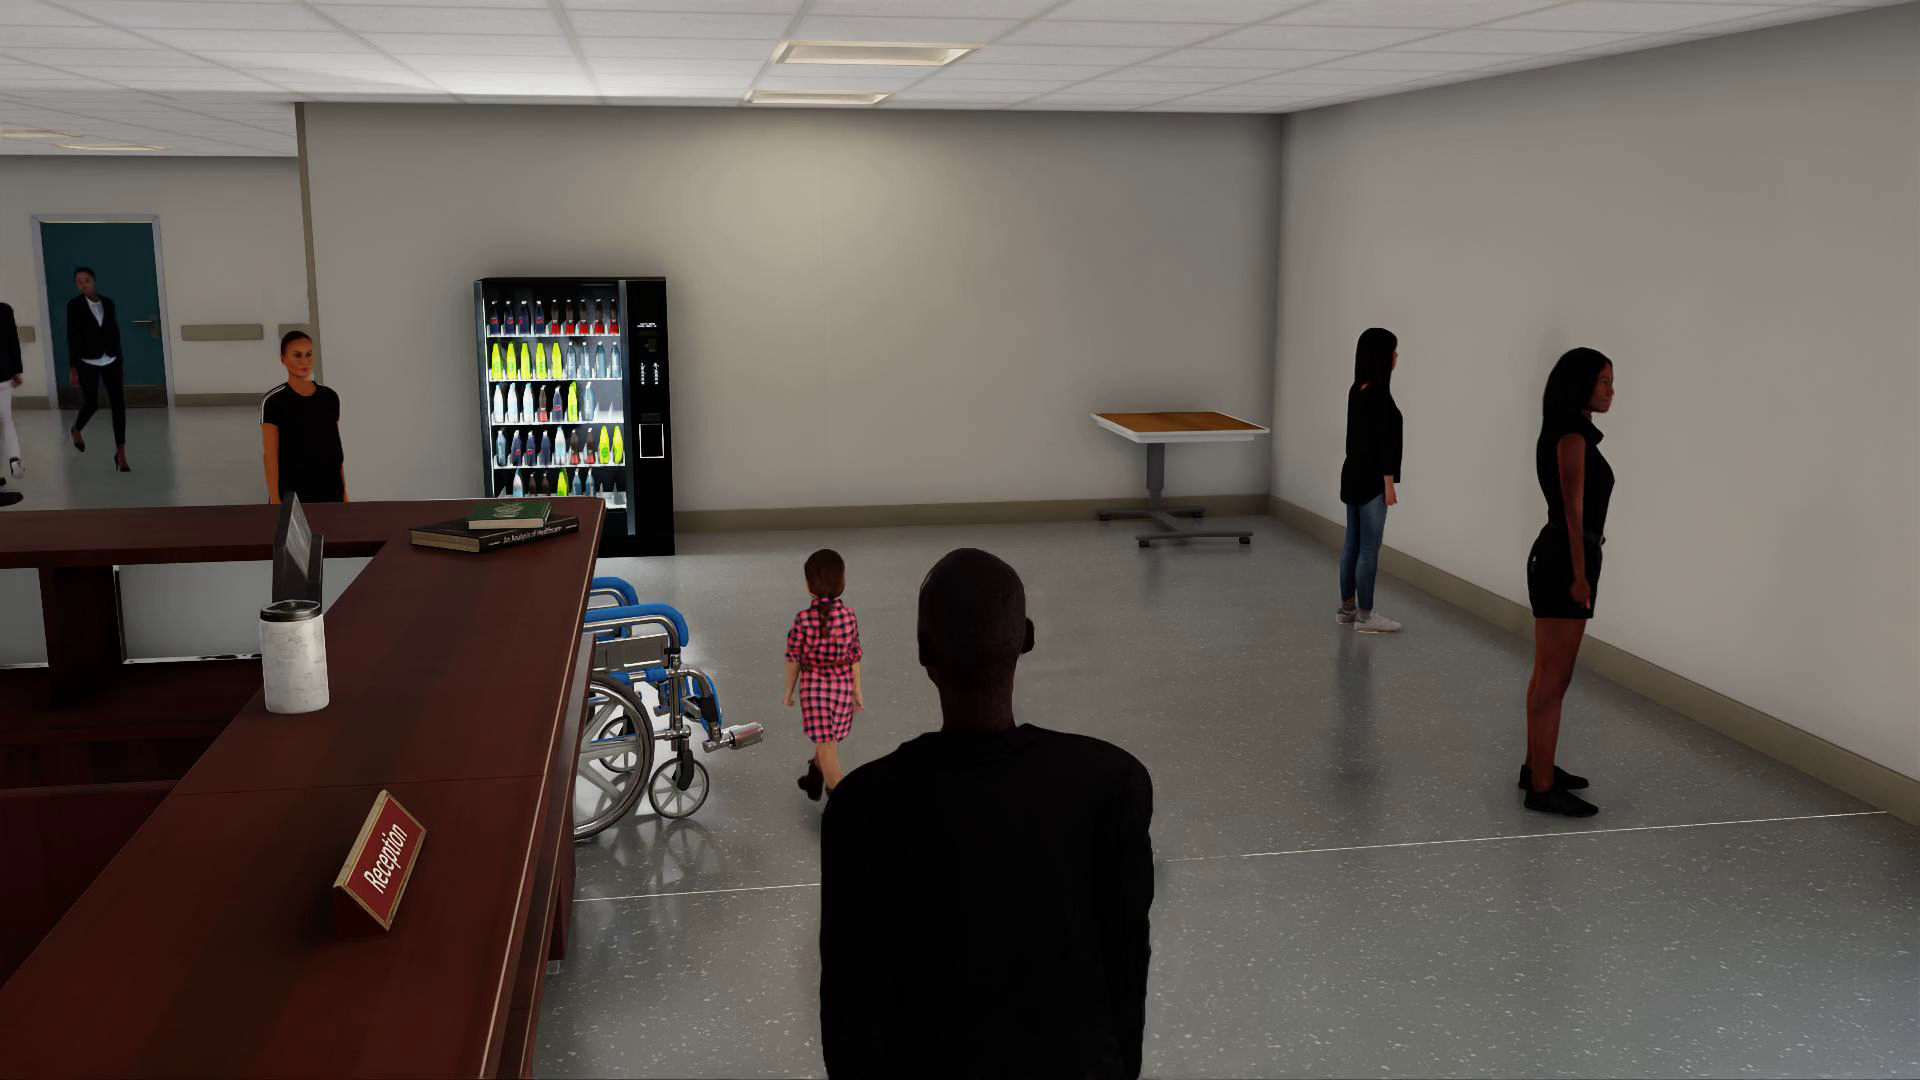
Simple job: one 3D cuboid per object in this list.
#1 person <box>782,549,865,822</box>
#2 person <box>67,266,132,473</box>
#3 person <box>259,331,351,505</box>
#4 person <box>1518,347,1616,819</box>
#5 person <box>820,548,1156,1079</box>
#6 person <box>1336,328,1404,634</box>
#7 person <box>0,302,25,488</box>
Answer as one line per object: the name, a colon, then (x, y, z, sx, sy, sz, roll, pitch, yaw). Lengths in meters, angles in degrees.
person: (-0.486, 0.557, 6.100, 0.738, 1.003, 0.628, -5, 12, -26)
person: (-7.708, -1.498, 14.777, 1.106, 1.805, 1.067, 7, 13, 34)
person: (-3.328, -0.231, 8.466, 0.715, 1.669, 0.638, 9, 14, 39)
person: (2.283, 0.145, 6.288, 0.678, 1.743, 0.682, 3, 11, 18)
person: (0.069, 0.907, 2.322, 1.106, 1.725, 0.763, -1, 11, -4)
person: (2.225, -0.335, 9.073, 0.520, 1.647, 0.564, -3, 11, -13)
person: (-8.087, -1.350, 13.914, 0.916, 1.837, 0.852, 9, 14, 40)
